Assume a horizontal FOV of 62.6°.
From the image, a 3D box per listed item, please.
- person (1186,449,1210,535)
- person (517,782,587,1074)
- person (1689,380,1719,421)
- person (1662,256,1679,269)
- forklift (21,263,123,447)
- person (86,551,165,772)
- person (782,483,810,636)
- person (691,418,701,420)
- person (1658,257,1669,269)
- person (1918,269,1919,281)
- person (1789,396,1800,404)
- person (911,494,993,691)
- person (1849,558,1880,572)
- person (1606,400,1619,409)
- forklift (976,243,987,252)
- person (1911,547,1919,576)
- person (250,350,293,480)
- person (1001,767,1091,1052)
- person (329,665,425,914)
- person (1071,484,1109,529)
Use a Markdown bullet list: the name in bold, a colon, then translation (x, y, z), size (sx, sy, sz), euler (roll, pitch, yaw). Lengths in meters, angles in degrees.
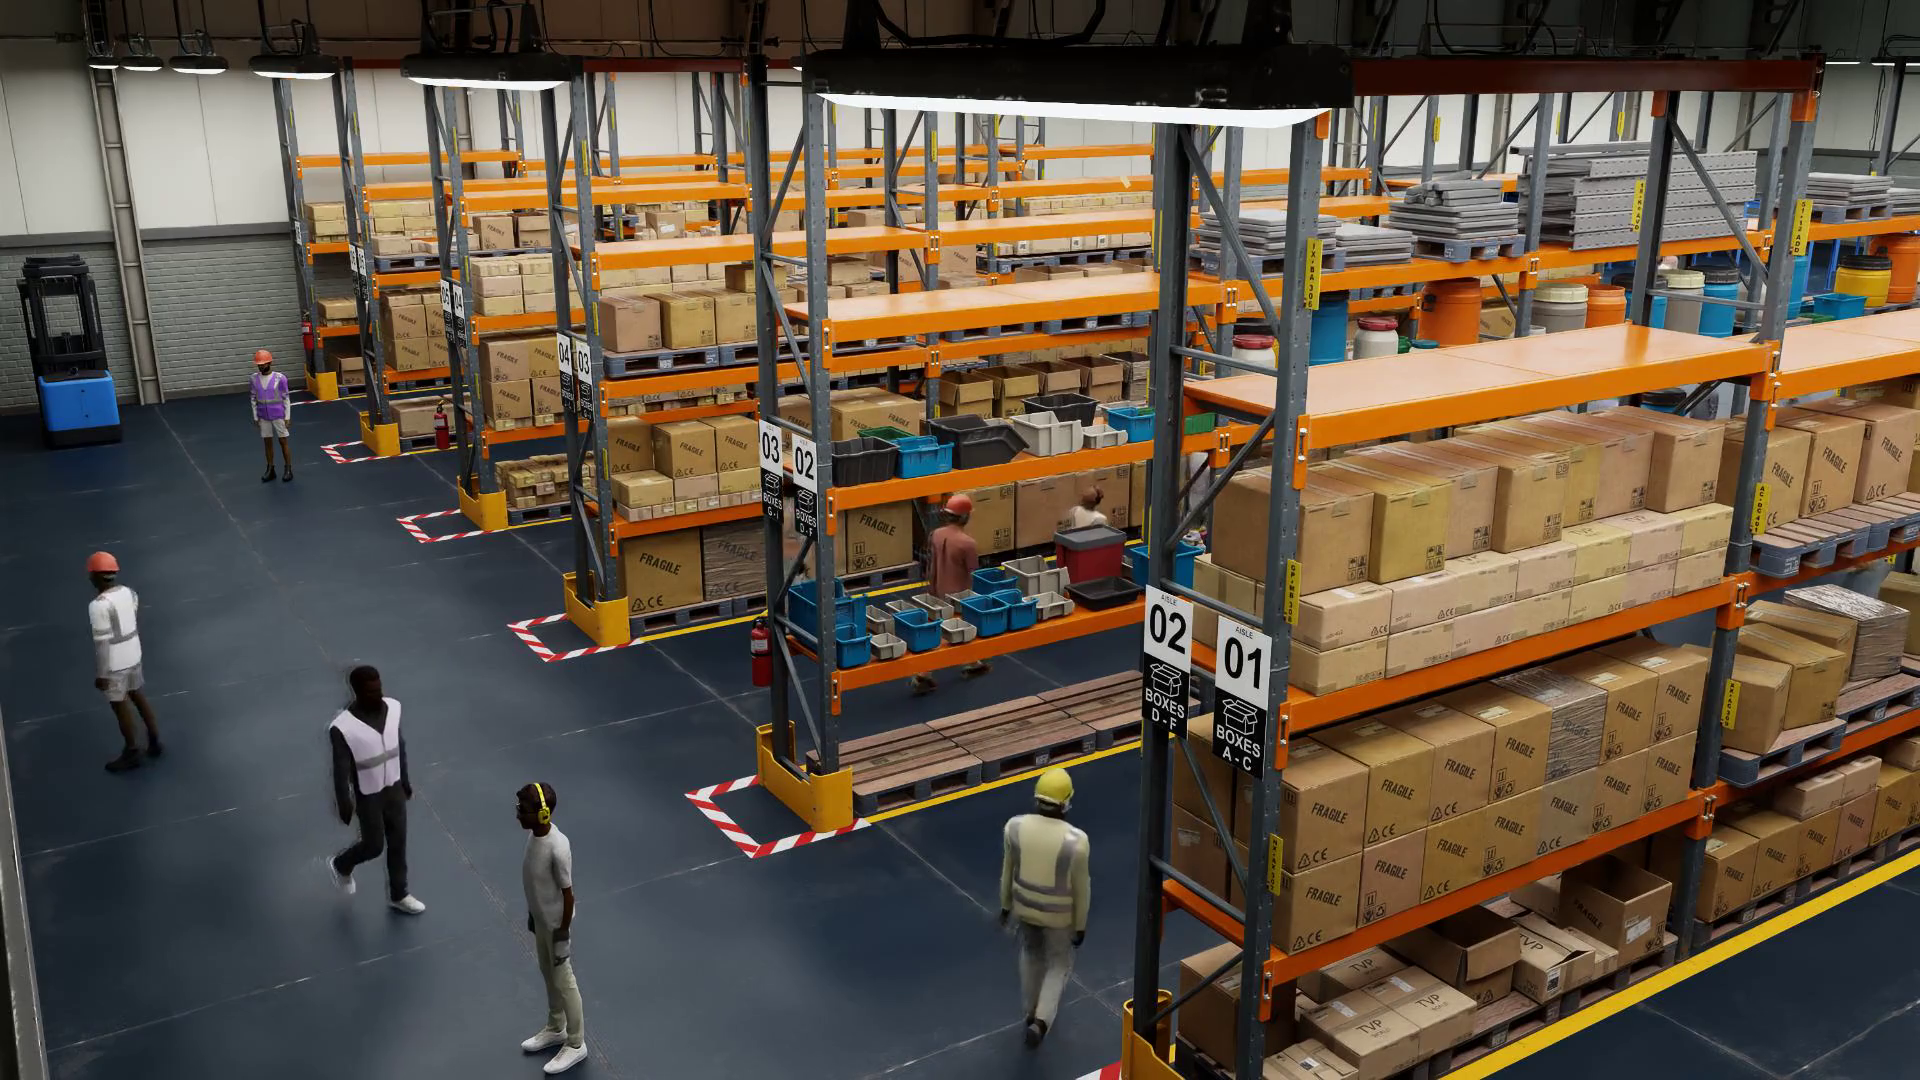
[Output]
- **person**: translation (2.883, -0.410, 18.508), size (0.997, 1.924, 0.602), euler (-11, 20, -33)
- **person**: translation (-2.513, 2.332, 9.600), size (0.329, 1.872, 0.508), euler (-13, 21, -36)
- **person**: translation (10.951, -1.732, 23.322), size (0.279, 1.634, 0.498), euler (-4, 17, -12)
- **person**: translation (16.571, -6.100, 37.298), size (0.648, 1.850, 1.035), euler (8, 19, 24)
- **forklift**: translation (-14.518, -3.079, 25.708), size (1.129, 2.768, 1.873), euler (-10, 20, -31)
- **person**: translation (-7.333, 1.054, 13.749), size (0.417, 1.908, 0.602), euler (1, 17, 4)
- **person**: translation (-1.742, 0.105, 16.823), size (0.636, 1.911, 0.605), euler (-10, 20, -29)
- **person**: translation (-4.355, -2.750, 26.265), size (0.313, 1.869, 0.528), euler (-7, 18, -20)
- **person**: translation (15.716, -5.592, 35.572), size (0.531, 1.868, 0.586), euler (-4, 17, -13)
- **person**: translation (22.444, -6.068, 36.854), size (0.396, 2.038, 0.614), euler (3, 17, 10)
- **person**: translation (14.772, -3.336, 28.151), size (1.013, 1.892, 0.654), euler (-13, 21, -36)
- **person**: translation (-0.087, 0.514, 15.447), size (1.006, 1.953, 0.622), euler (-12, 21, -34)
- **person**: translation (10.968, -0.498, 18.951), size (0.455, 1.822, 0.629), euler (-13, 21, -36)
- **person**: translation (8.987, -1.287, 21.441), size (0.991, 1.879, 0.565), euler (-6, 18, -18)
- **forklift**: translation (0.988, -5.474, 34.718), size (1.214, 2.155, 2.313), euler (-10, 20, -31)
- **person**: translation (10.015, 0.261, 16.263), size (0.931, 1.946, 0.644), euler (-11, 20, -32)
- **person**: translation (-10.089, -1.823, 23.108), size (0.552, 1.936, 0.358), euler (0, 17, -1)
- **person**: translation (0.502, 2.304, 9.781), size (0.611, 1.816, 0.623), euler (9, 19, 27)
- **person**: translation (-4.253, 1.777, 11.373), size (0.668, 1.902, 0.595), euler (8, 19, 25)
- **person**: translation (1.403, 0.195, 17.004), size (0.363, 1.624, 0.539), euler (-14, 22, -39)
